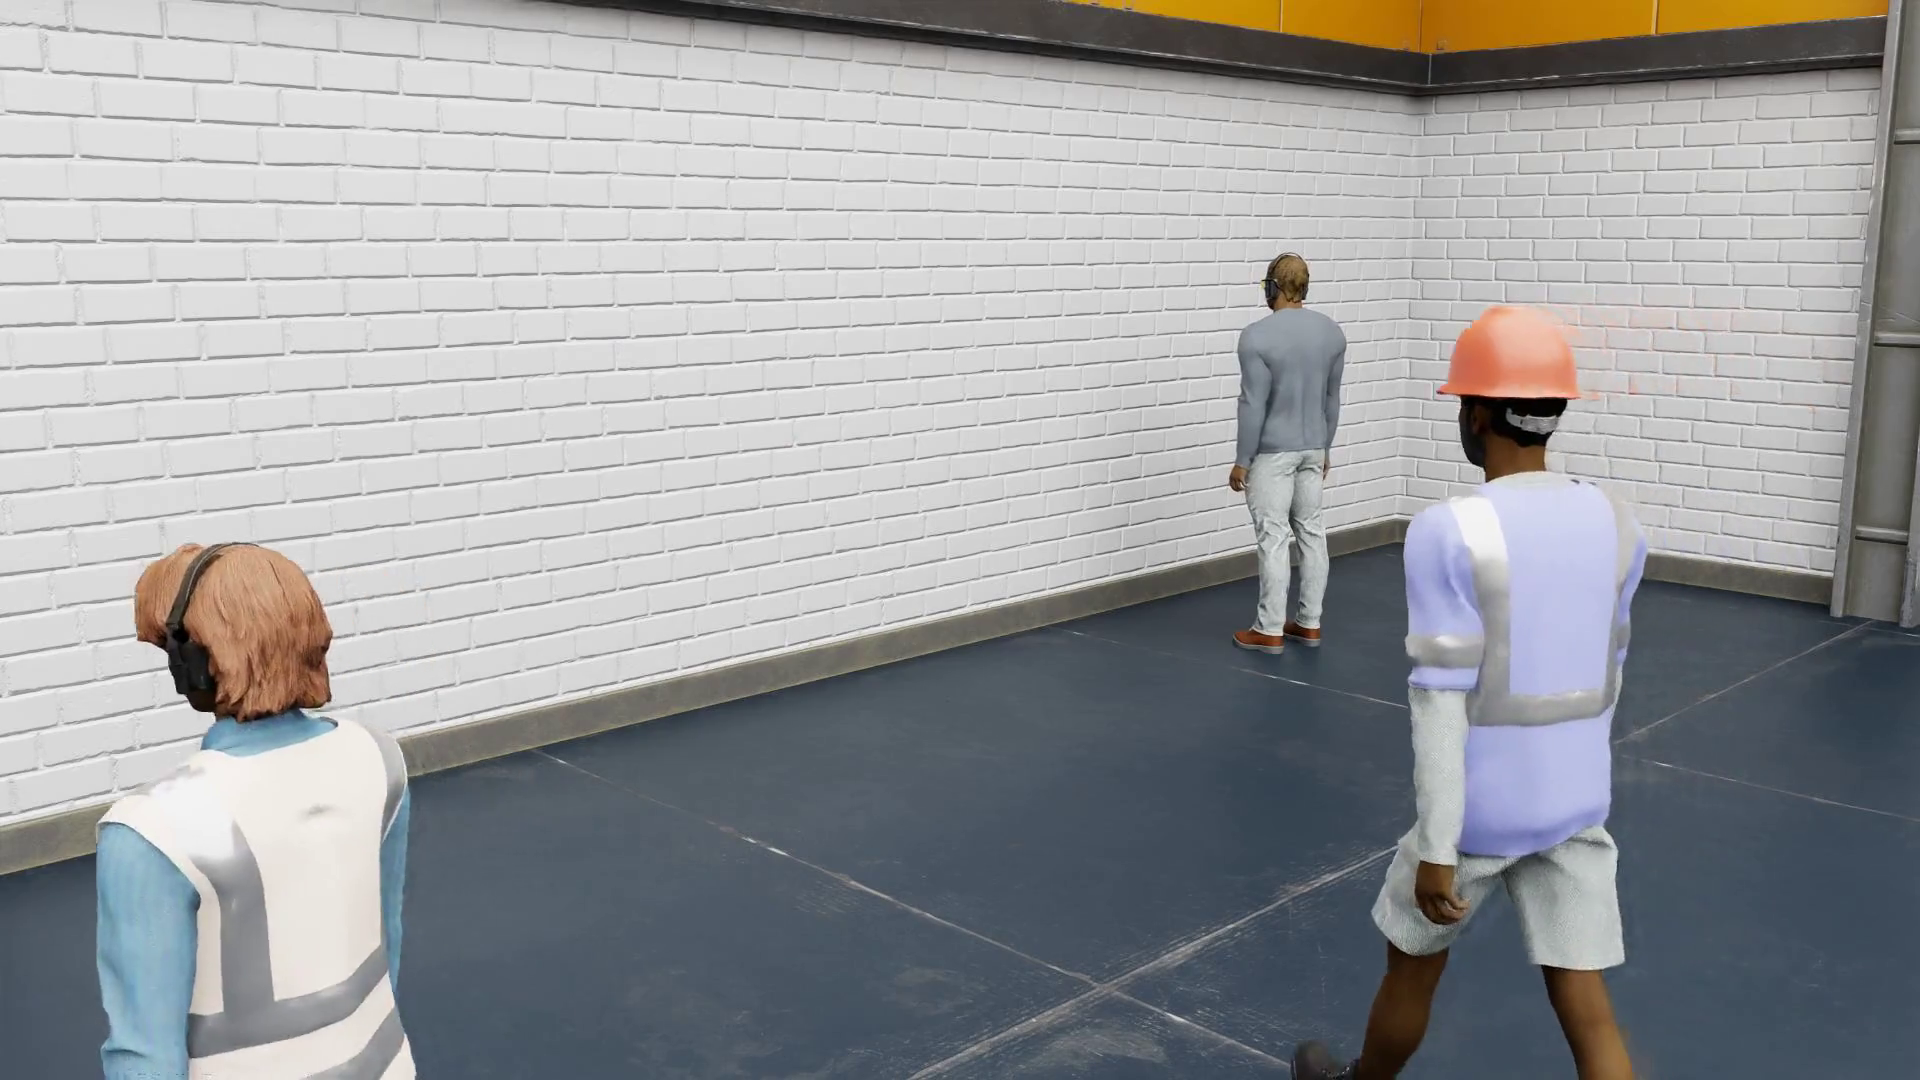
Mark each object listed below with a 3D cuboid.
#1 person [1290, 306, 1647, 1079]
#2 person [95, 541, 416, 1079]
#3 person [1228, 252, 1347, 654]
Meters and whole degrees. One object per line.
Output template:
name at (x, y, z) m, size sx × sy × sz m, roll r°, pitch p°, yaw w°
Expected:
person at (1.074, 0.487, 3.327) m, size 0.567 × 1.878 × 1.000 m, roll -4°, pitch 11°, yaw -20°
person at (-0.949, 0.805, 2.268) m, size 0.405 × 1.624 × 0.550 m, roll 4°, pitch 11°, yaw 22°
person at (1.576, -0.414, 8.082) m, size 0.627 × 1.940 × 0.372 m, roll -6°, pitch 12°, yaw -30°
